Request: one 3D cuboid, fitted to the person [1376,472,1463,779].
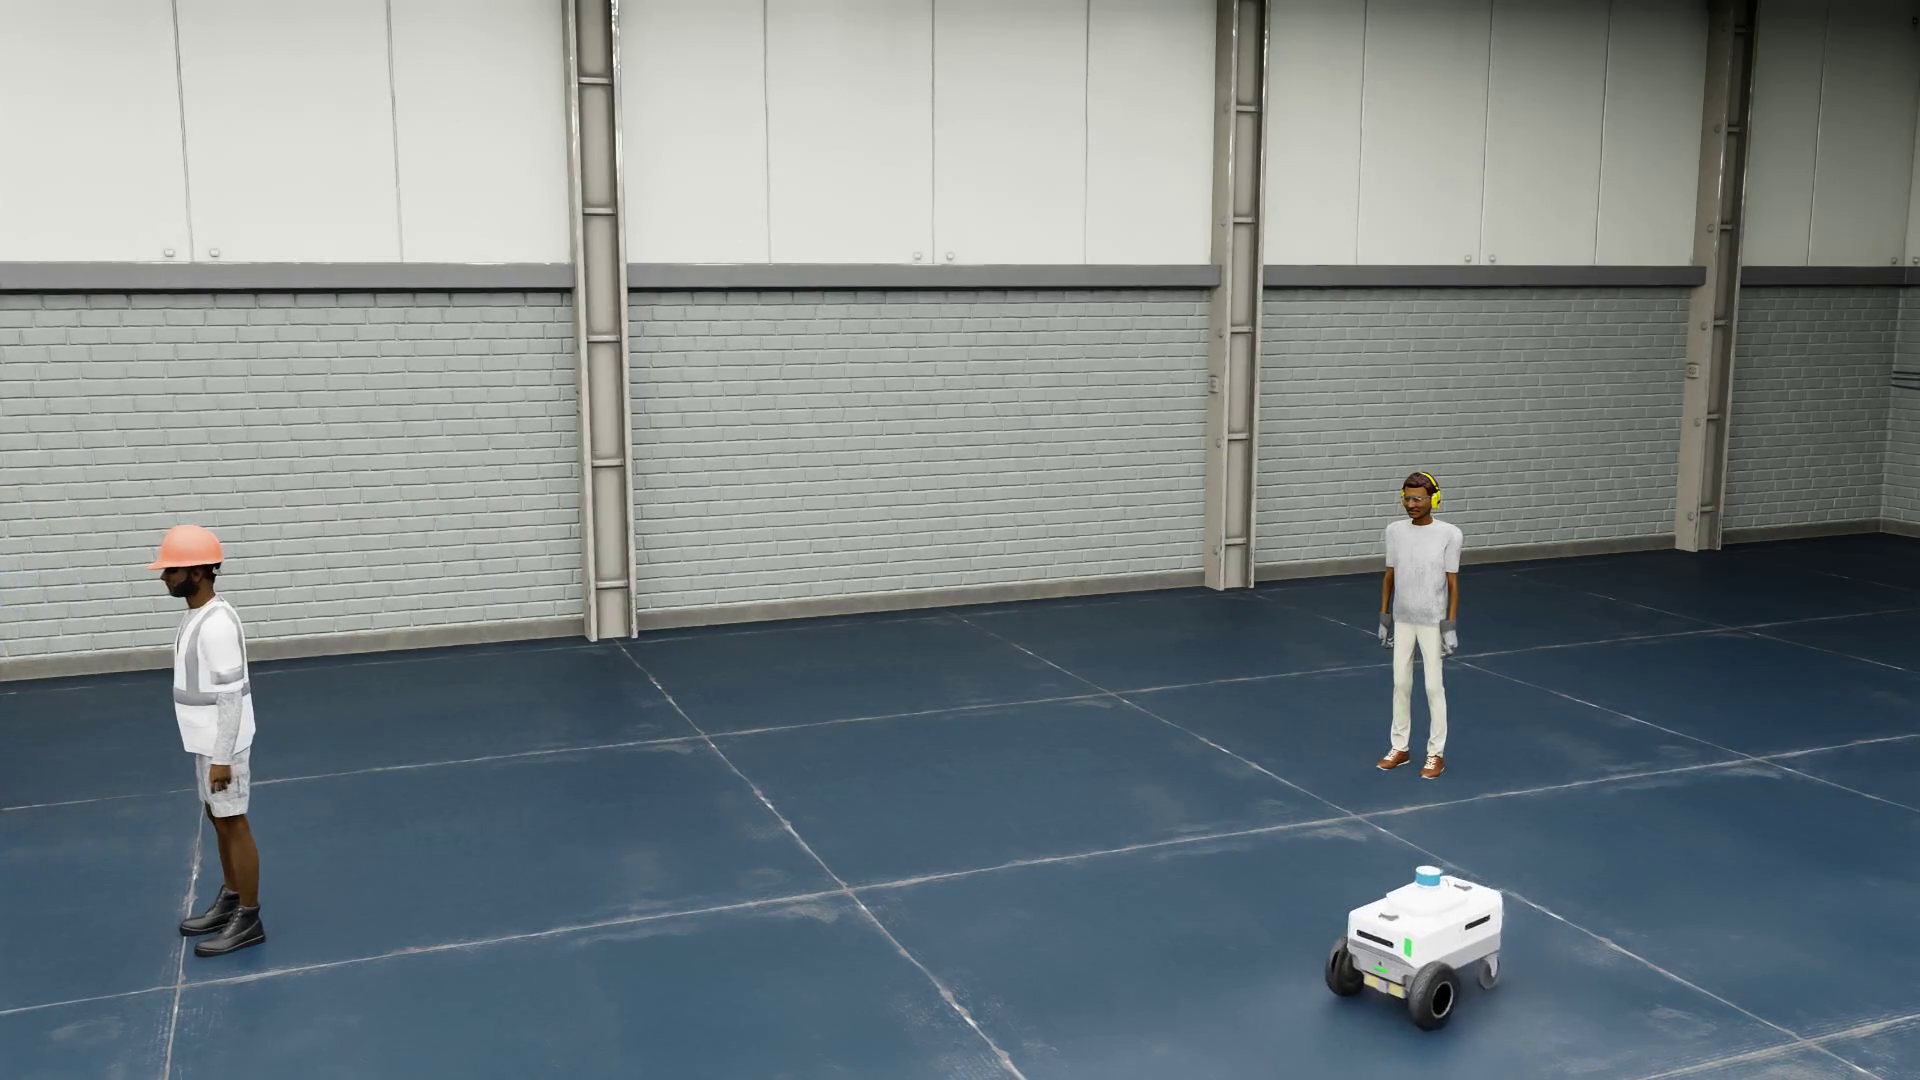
[{"bbox_3d":[2.783,0.509,10.094,0.516,1.865,0.312,7,12,38],"label":"person"}]

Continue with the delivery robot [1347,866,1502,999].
[{"bbox_3d":[1.951,1.610,6.962,0.707,0.478,0.477,-8,12,-39],"label":"delivery robot"}]

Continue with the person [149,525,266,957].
[{"bbox_3d":[-3.362,0.890,7.447,0.377,1.938,0.547,-6,11,-32],"label":"person"}]
